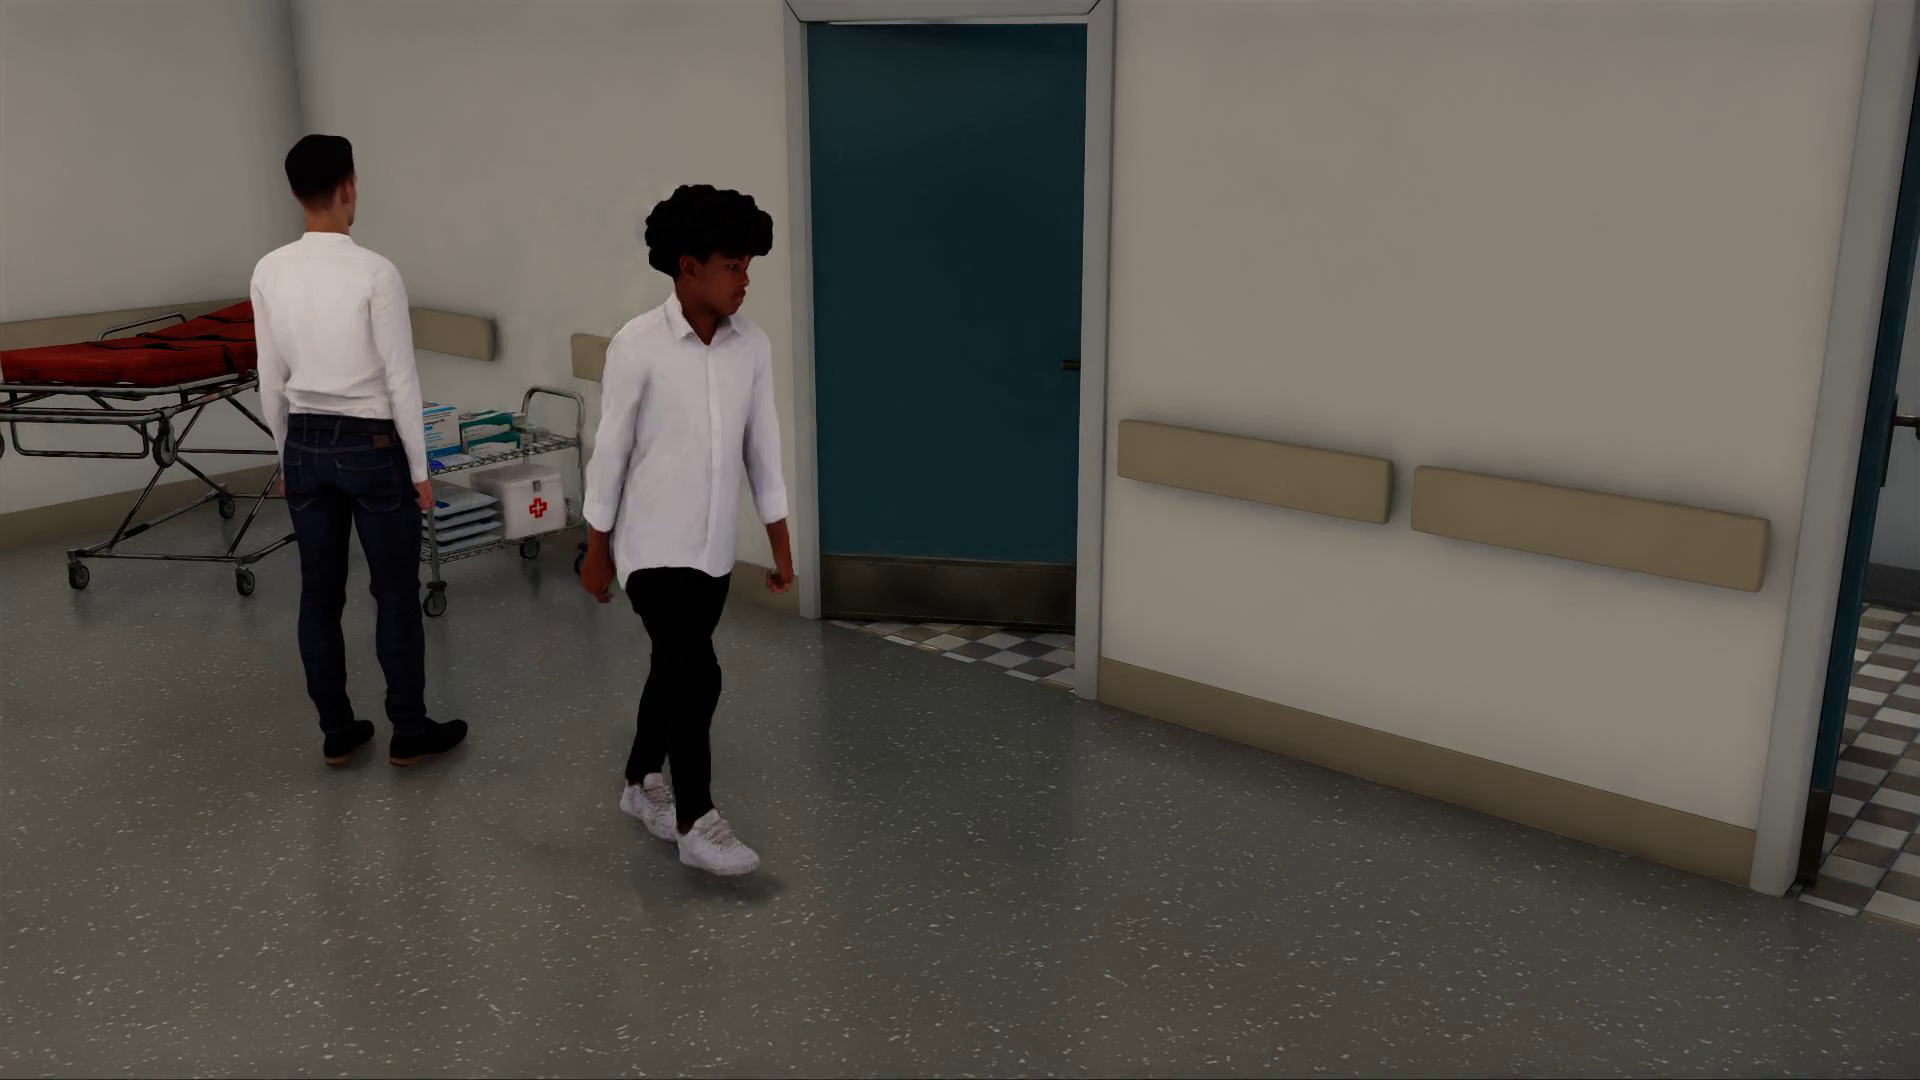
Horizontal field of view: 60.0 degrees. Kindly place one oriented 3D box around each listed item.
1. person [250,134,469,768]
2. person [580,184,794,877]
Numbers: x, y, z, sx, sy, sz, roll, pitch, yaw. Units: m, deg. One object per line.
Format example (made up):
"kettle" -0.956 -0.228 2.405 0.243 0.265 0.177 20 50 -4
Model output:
"person" -1.810 -0.243 4.902 0.675 1.869 0.775 2 16 8
"person" -0.796 -0.016 4.352 0.665 1.769 0.870 -13 20 -38
